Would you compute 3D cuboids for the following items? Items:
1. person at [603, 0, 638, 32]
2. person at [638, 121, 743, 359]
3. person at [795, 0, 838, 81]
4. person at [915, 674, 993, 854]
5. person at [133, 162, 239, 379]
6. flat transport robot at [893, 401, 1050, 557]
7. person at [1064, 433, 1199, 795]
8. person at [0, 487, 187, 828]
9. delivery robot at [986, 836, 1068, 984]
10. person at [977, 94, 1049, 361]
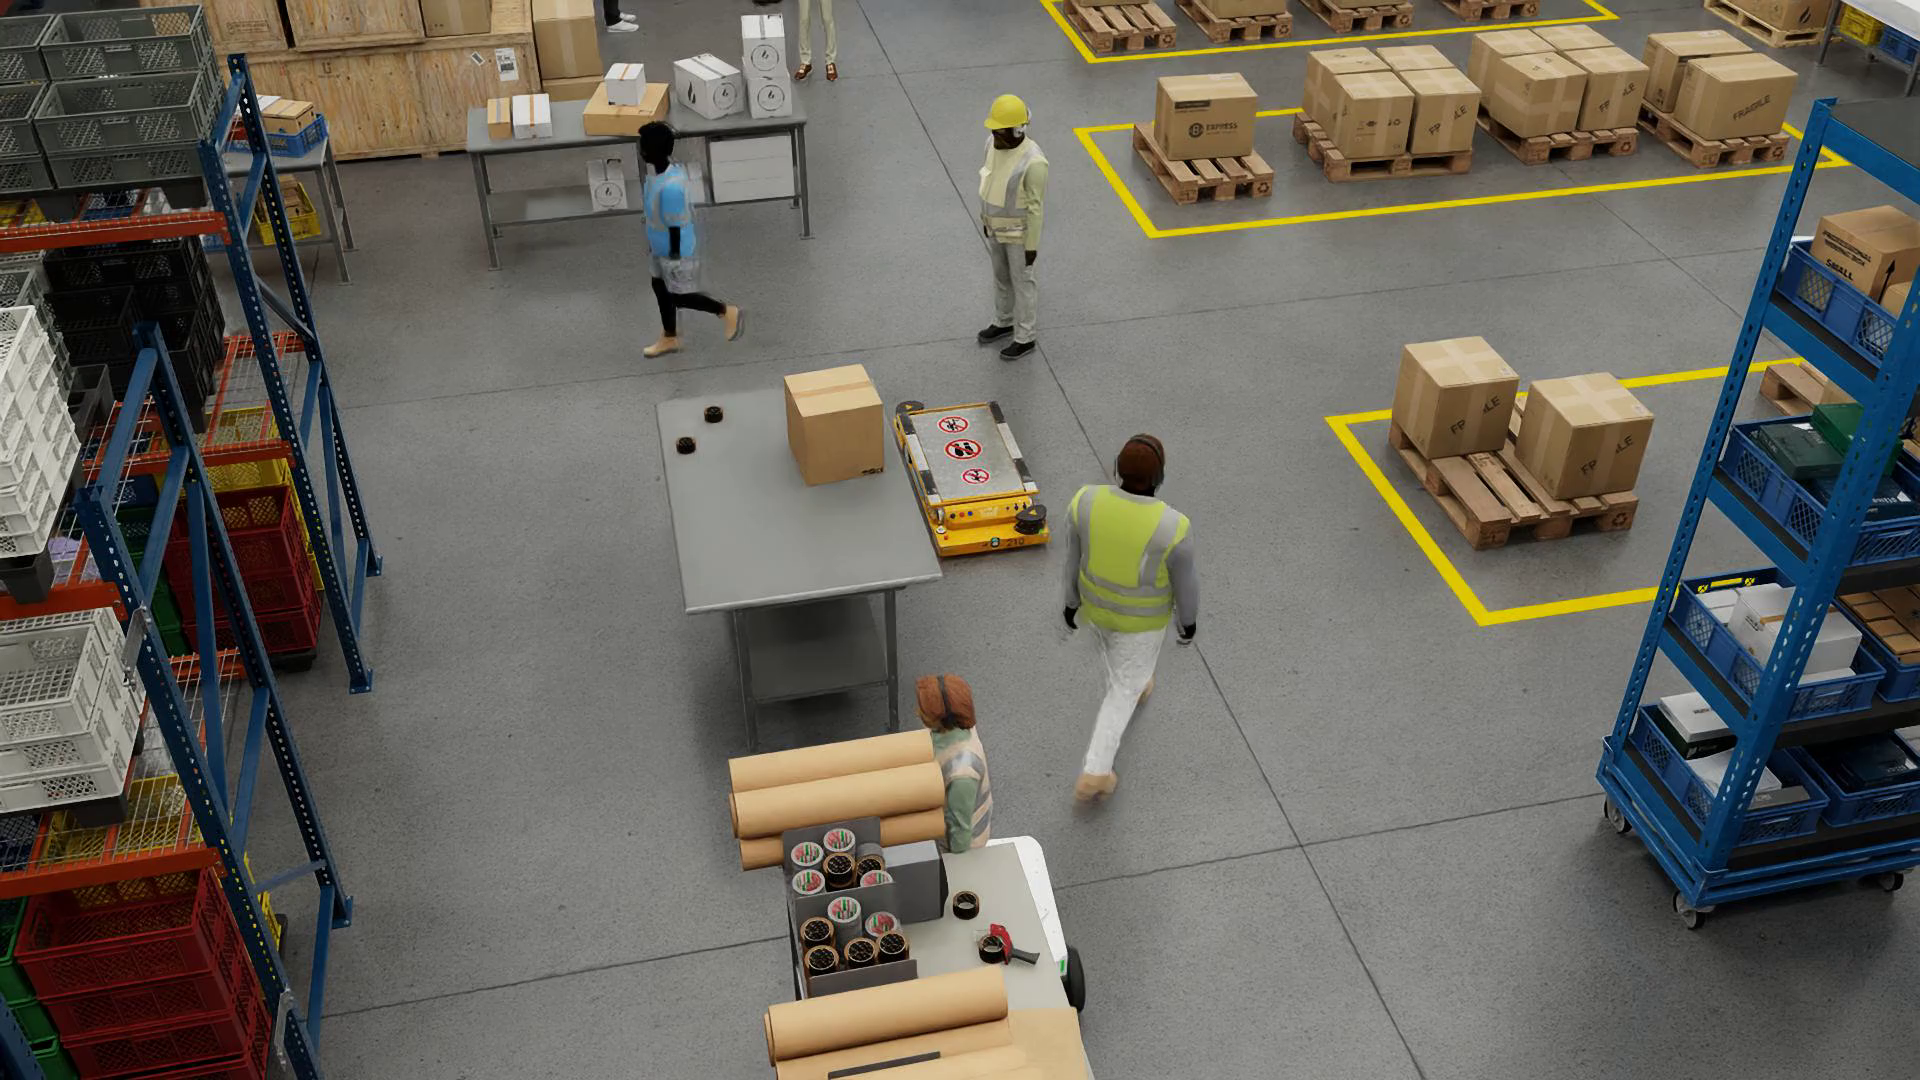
[{"bbox_3d":[-3.416,-5.907,16.111,0.389,1.911,0.591,-9,38,-12],"label":"person"},{"bbox_3d":[-1.849,-1.975,11.019,0.613,1.670,0.536,-15,39,-19],"label":"person"},{"bbox_3d":[-1.321,-5.104,15.060,0.514,1.872,0.328,2,37,3],"label":"person"},{"bbox_3d":[-0.026,1.181,6.812,0.316,1.631,0.518,-6,37,-8],"label":"person"},{"bbox_3d":[-5.091,-1.931,10.786,0.356,1.883,0.576,-27,44,-31],"label":"person"},{"bbox_3d":[0.046,-0.430,10.108,0.652,0.197,1.431,-8,37,-10],"label":"flat transport robot"},{"bbox_3d":[0.773,0.332,7.828,0.630,1.797,0.970,21,42,26],"label":"person"},{"bbox_3d":[-3.874,0.542,7.422,0.633,1.932,0.369,0,37,0],"label":"person"},{"bbox_3d":[0.233,1.591,7.081,0.477,0.478,0.707,-5,37,-6],"label":"delivery robot"},{"bbox_3d":[0.327,-2.079,11.035,0.403,1.824,0.594,-21,42,-26],"label":"person"}]
